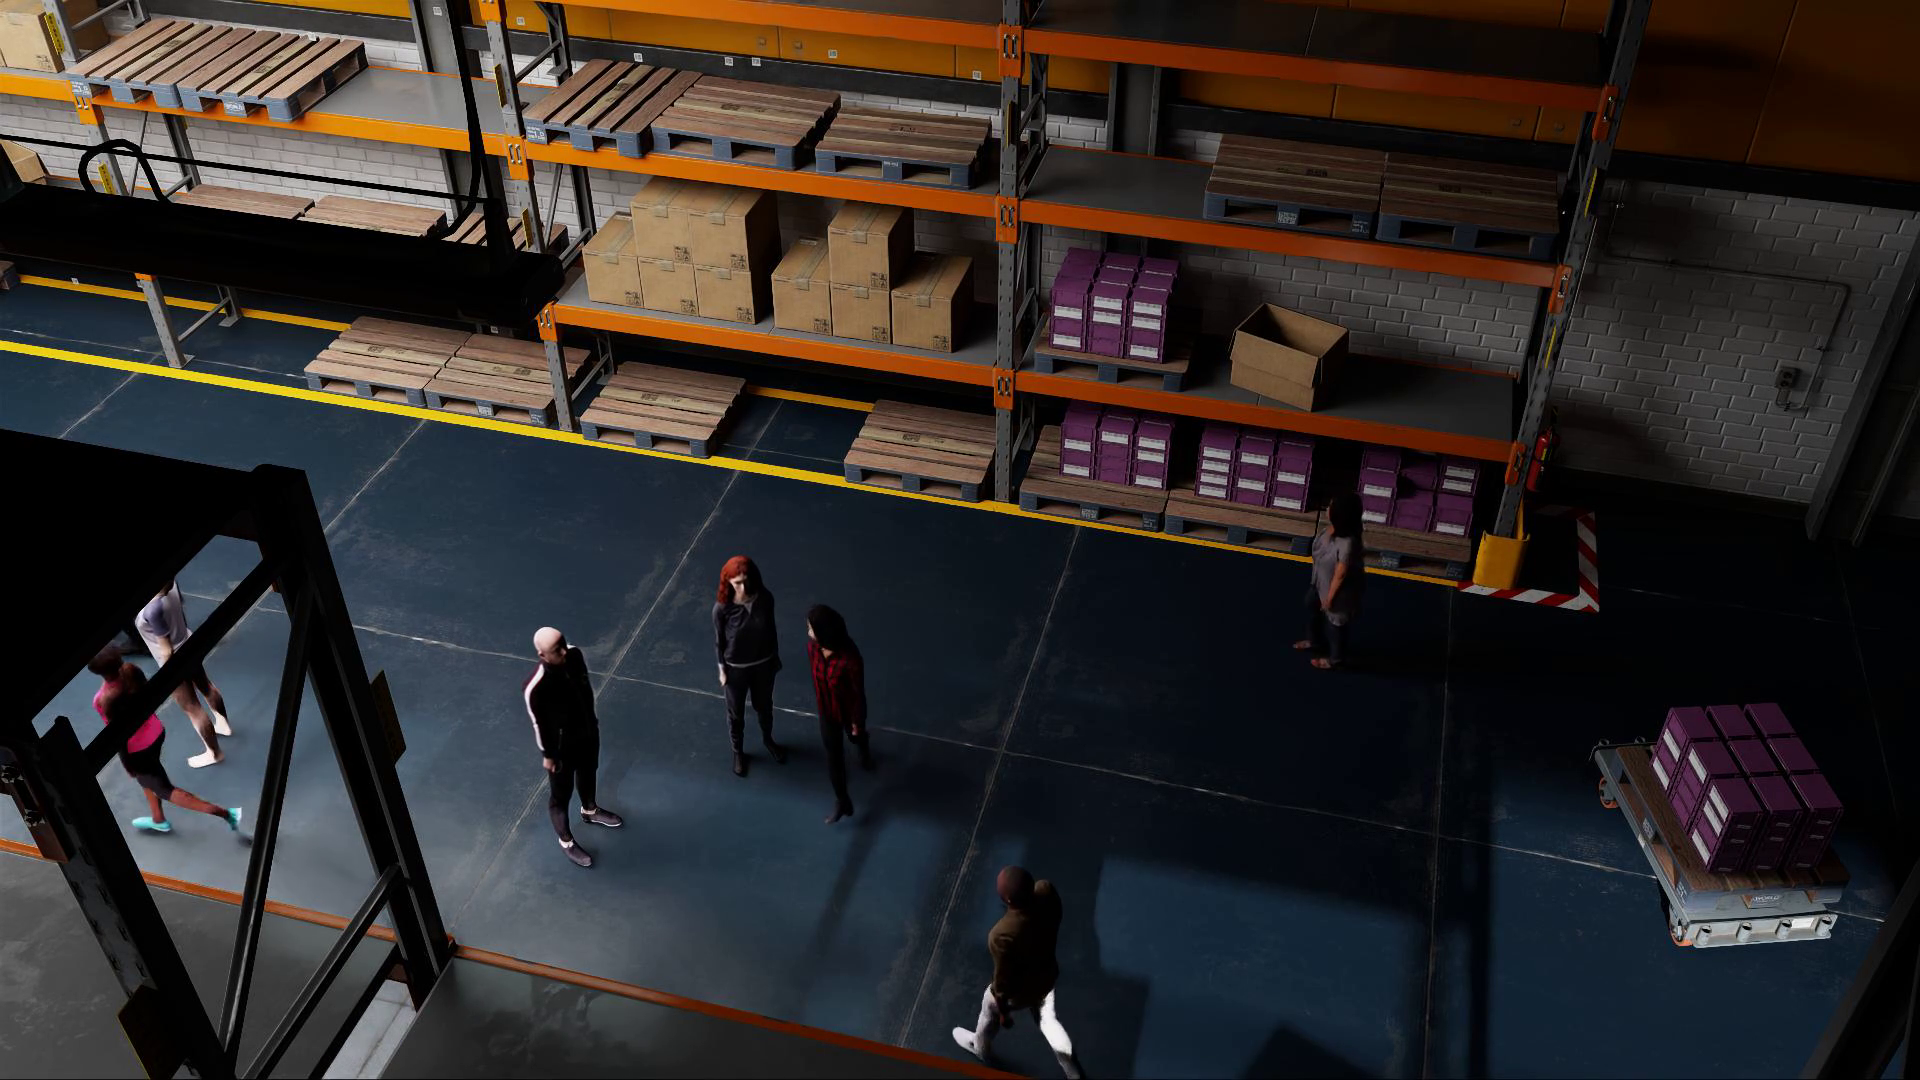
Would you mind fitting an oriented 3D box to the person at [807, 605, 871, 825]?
[{"bbox_3d":[-0.740,1.066,10.980,0.956,1.606,0.710,12,40,14],"label":"person"}]

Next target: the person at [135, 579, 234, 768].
[{"bbox_3d":[-5.263,0.779,11.209,0.657,1.768,0.642,-2,39,-3],"label":"person"}]

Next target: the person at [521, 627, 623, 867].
[{"bbox_3d":[-2.499,1.254,10.558,0.621,1.837,0.698,15,41,18],"label":"person"}]

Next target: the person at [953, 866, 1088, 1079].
[{"bbox_3d":[0.424,2.447,9.101,1.289,1.791,1.093,31,48,33],"label":"person"}]

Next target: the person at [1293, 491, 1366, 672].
[{"bbox_3d":[2.788,0.304,11.941,0.689,1.595,0.685,5,39,6],"label":"person"}]

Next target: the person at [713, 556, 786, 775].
[{"bbox_3d":[-1.419,0.817,11.152,0.630,1.779,0.717,-14,41,-17],"label":"person"}]

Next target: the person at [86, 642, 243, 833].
[{"bbox_3d":[-5.110,1.318,10.591,1.105,1.696,0.712,2,39,3],"label":"person"}]
